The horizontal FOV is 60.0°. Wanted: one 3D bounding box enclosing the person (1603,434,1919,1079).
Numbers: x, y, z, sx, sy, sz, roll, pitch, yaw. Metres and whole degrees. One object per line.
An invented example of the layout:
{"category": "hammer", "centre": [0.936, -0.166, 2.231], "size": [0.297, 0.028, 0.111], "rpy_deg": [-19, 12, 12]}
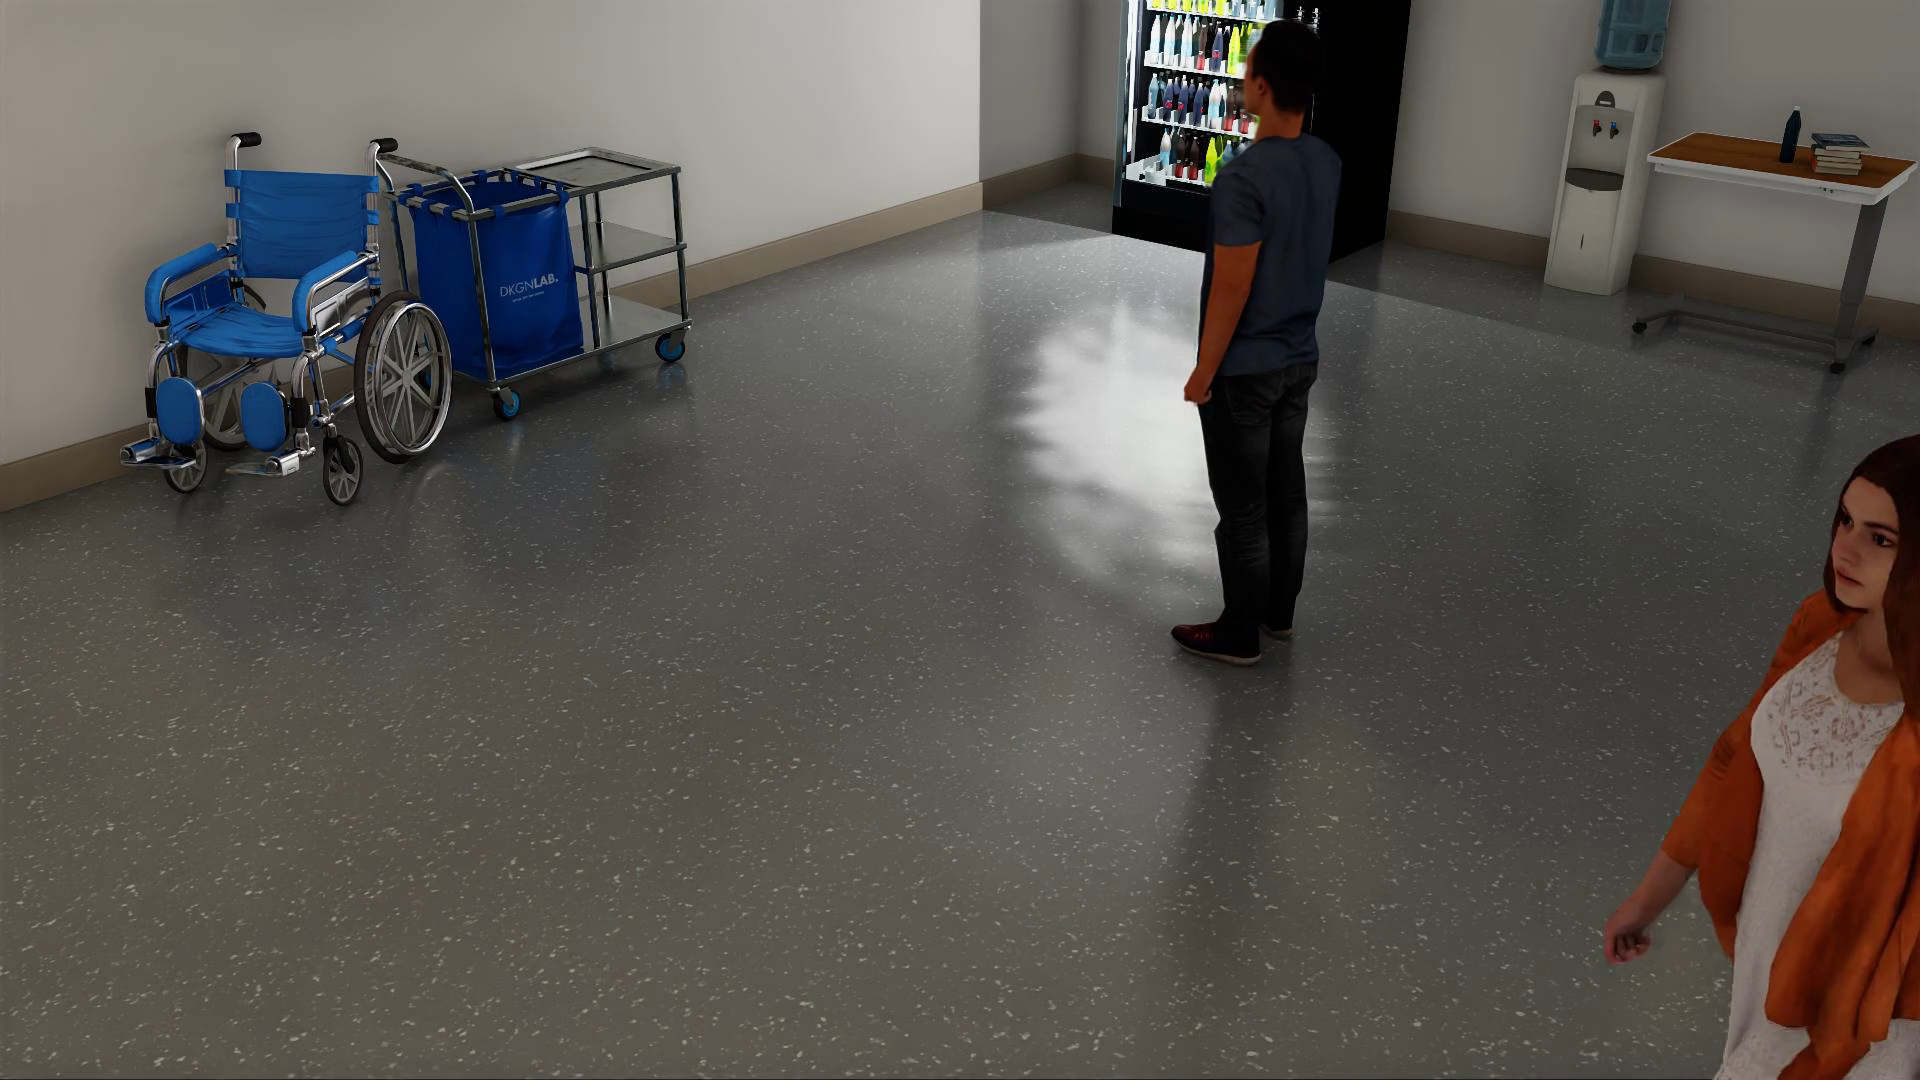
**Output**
{"category": "person", "centre": [1.340, 0.636, 2.408], "size": [1.096, 1.679, 1.034], "rpy_deg": [-2, 26, -4]}

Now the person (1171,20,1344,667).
{"category": "person", "centre": [0.845, -0.510, 4.632], "size": [0.552, 1.810, 0.667], "rpy_deg": [23, 34, 39]}
